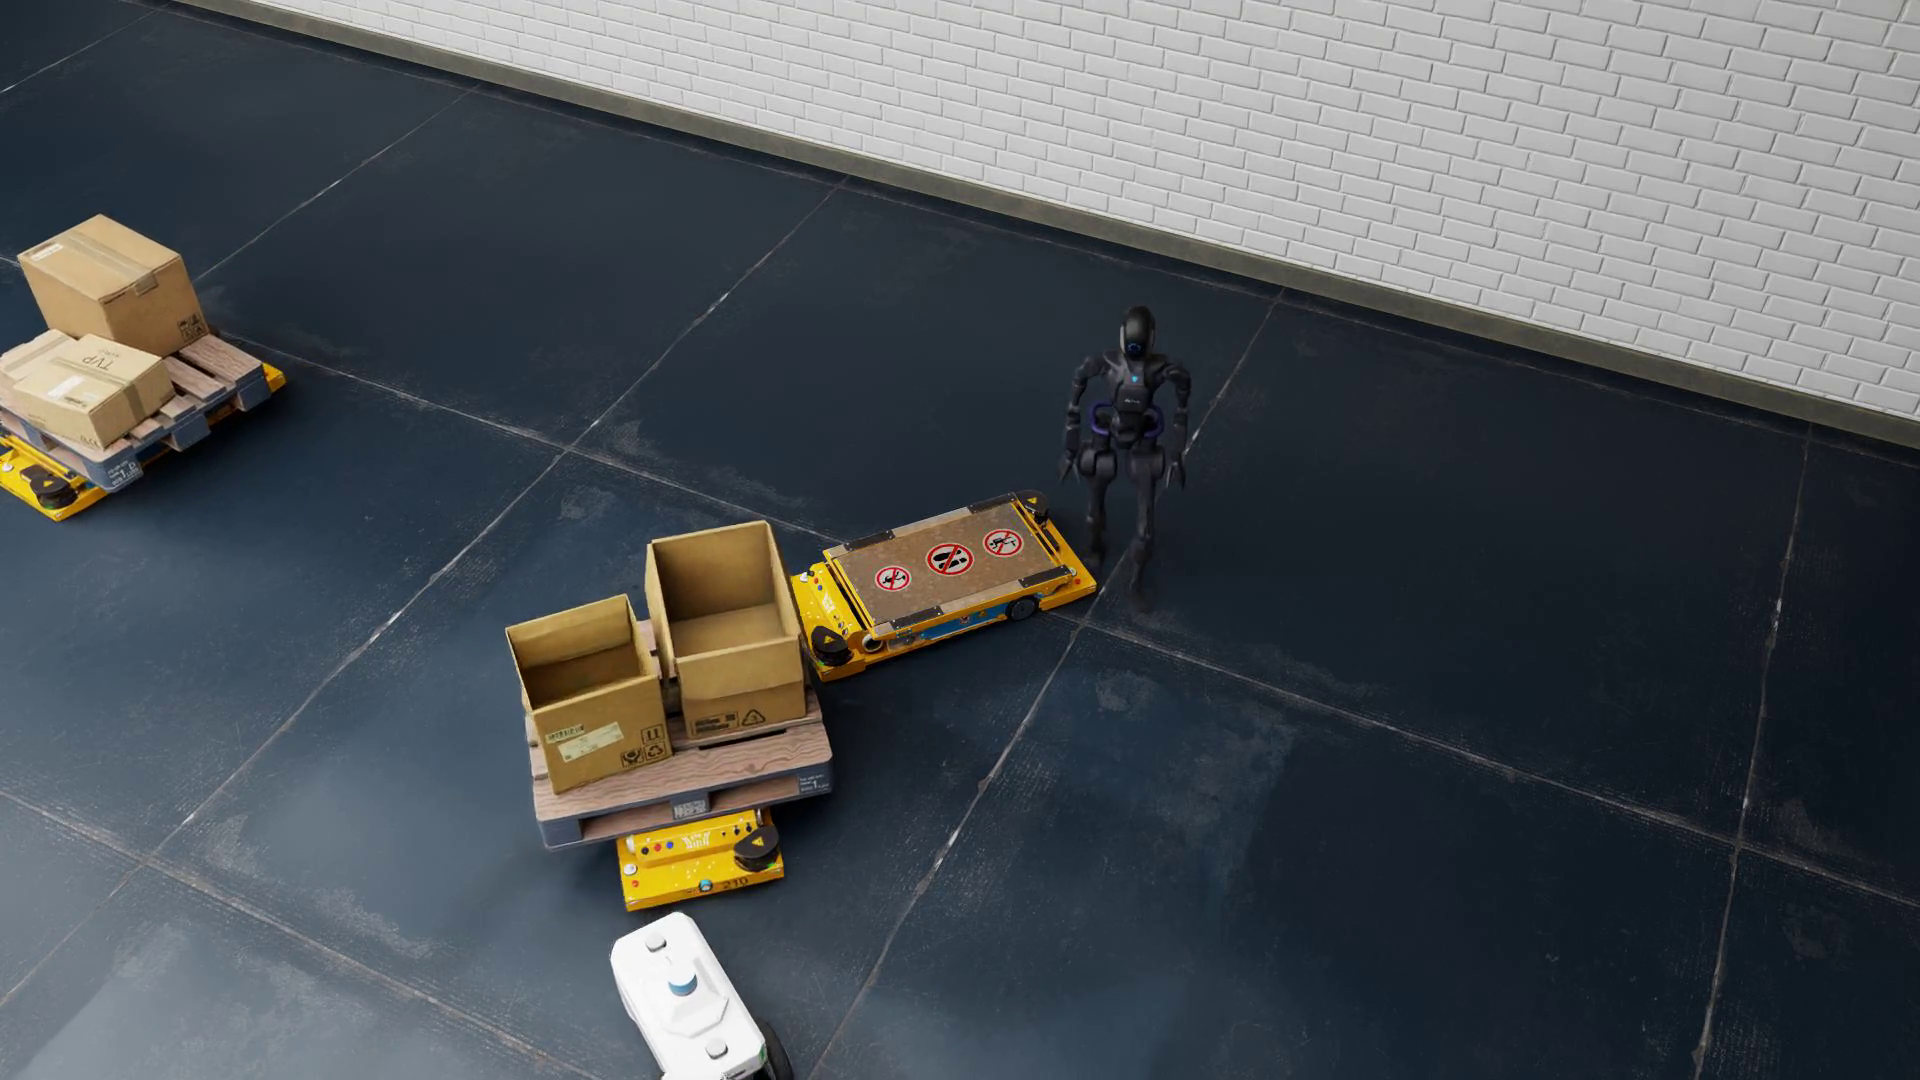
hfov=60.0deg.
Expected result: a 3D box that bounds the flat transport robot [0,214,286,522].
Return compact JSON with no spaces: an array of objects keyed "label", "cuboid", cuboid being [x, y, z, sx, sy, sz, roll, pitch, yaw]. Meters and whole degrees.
[{"label":"flat transport robot","cuboid":[-4.445,-0.663,8.970,0.659,0.231,1.431,25,48,25]}]

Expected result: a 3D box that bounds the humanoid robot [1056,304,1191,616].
[{"label":"humanoid robot","cuboid":[0.752,-0.389,7.642,0.610,1.642,0.547,1,43,2]}]

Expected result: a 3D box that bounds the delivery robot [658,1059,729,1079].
[{"label":"delivery robot","cuboid":[-1.055,2.146,5.716,0.499,0.576,0.768,32,52,30]}]

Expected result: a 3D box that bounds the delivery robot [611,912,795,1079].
[{"label":"delivery robot","cuboid":[-0.992,1.763,6.130,0.499,0.577,0.769,-23,48,-23]}]

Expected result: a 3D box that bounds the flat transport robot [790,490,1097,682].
[{"label":"flat transport robot","cuboid":[-0.120,0.201,8.038,1.431,0.231,0.659,-17,46,-18]}]

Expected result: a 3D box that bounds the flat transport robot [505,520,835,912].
[{"label":"flat transport robot","cuboid":[-1.219,0.927,7.255,0.659,0.231,1.431,-11,44,-11]}]
